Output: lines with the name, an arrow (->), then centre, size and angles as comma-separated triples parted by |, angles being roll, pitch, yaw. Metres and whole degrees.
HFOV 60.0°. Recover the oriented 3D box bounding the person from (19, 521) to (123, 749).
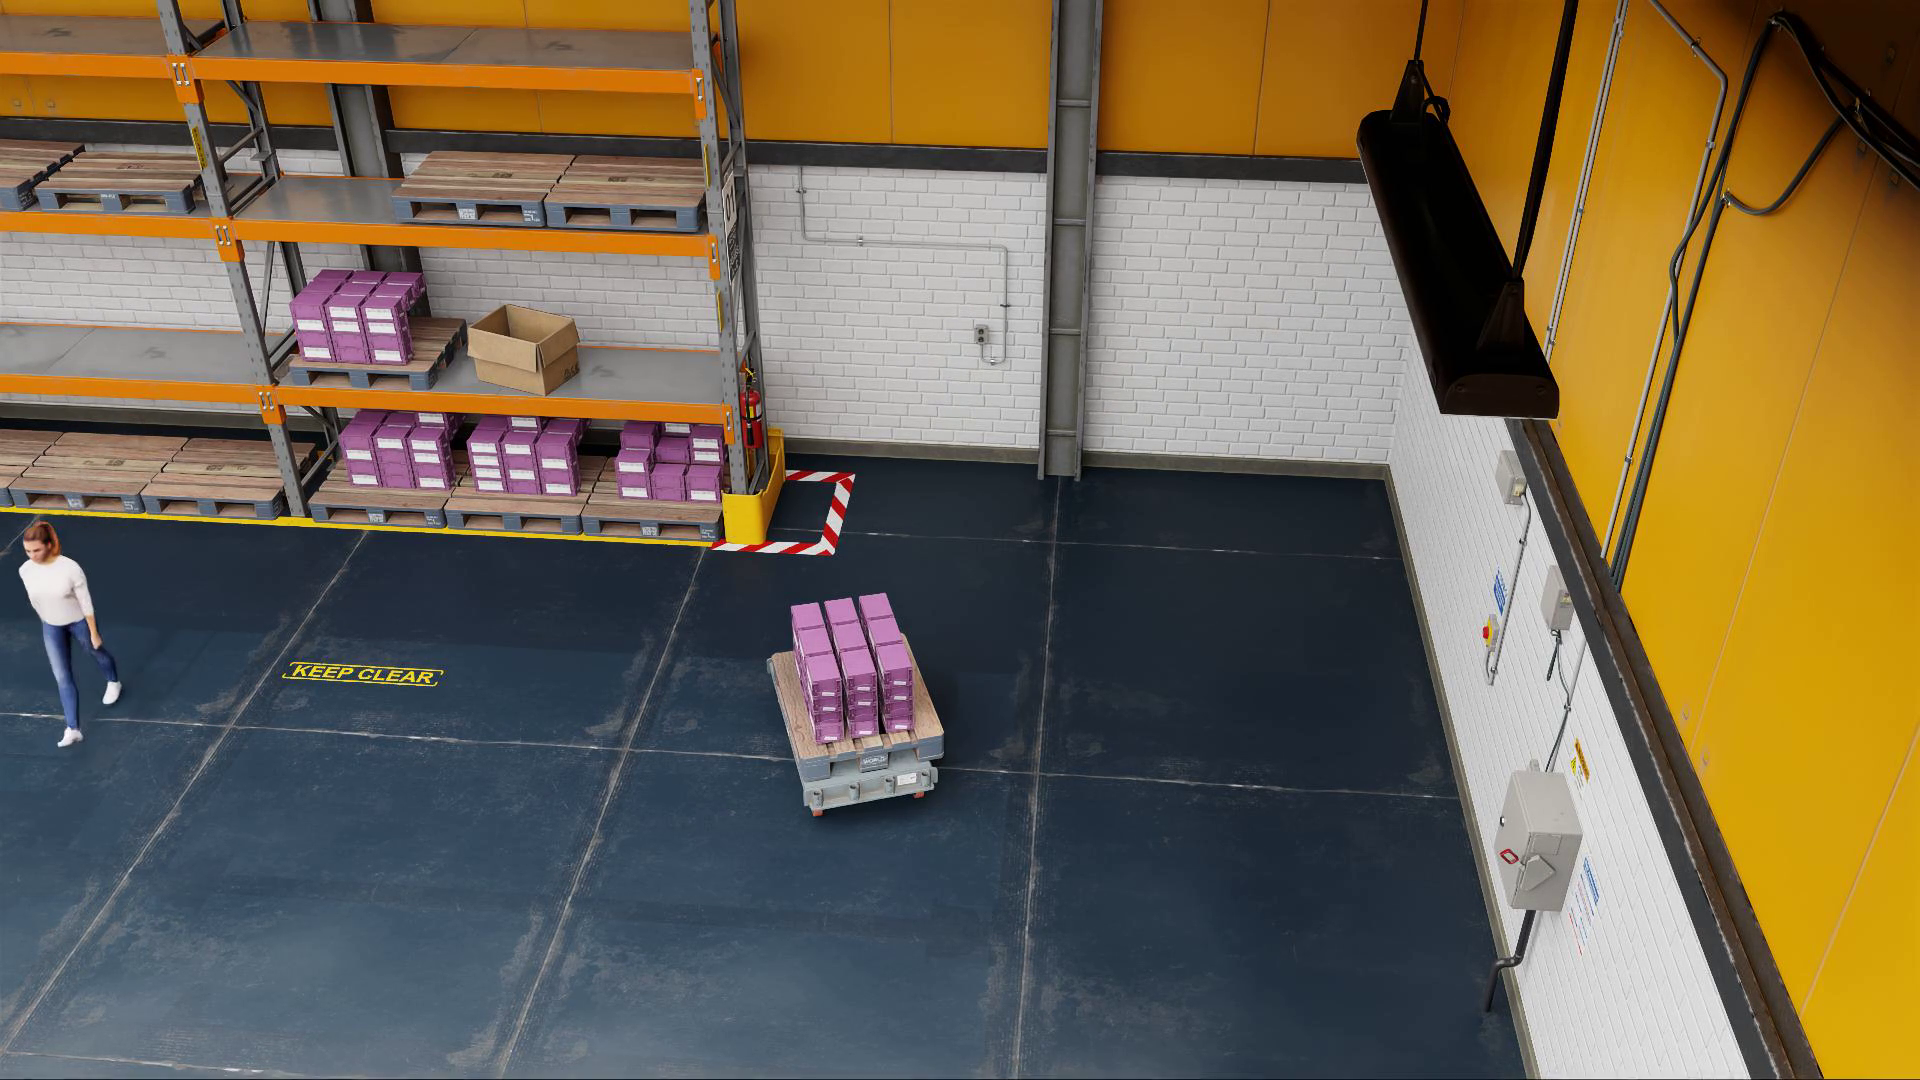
person -> -6.400, 0.582, 12.041 | 1.071, 1.673, 0.797 | -2, 34, -2
